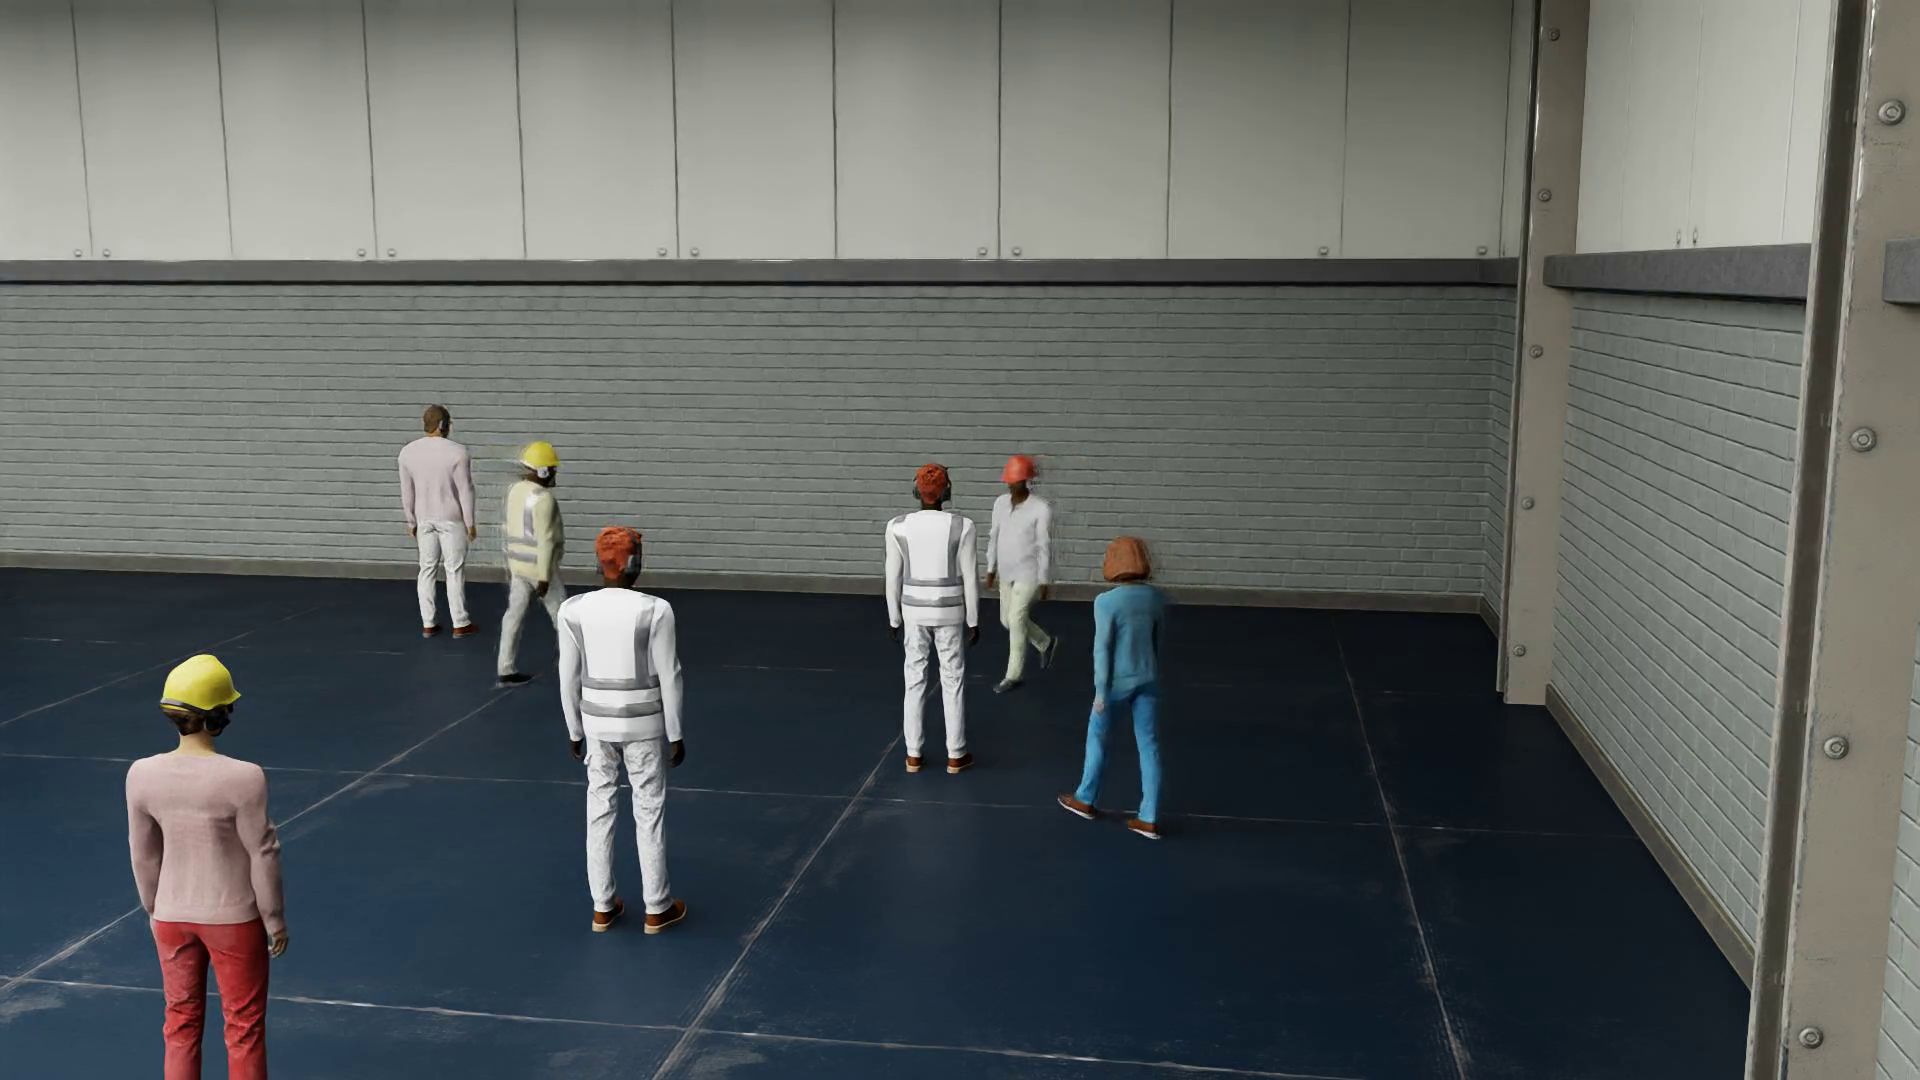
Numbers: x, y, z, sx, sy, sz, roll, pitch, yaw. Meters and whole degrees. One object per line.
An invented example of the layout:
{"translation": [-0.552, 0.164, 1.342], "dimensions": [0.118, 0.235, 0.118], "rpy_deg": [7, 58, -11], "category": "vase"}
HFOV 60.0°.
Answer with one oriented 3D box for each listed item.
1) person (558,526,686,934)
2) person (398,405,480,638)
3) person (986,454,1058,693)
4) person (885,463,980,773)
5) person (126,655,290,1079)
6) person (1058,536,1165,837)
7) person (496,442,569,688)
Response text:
{"translation": [-1.533, 0.869, 7.612], "dimensions": [0.573, 1.886, 0.354], "rpy_deg": [2, 9, 10], "category": "person"}
{"translation": [-4.288, -0.146, 13.731], "dimensions": [0.627, 1.934, 0.370], "rpy_deg": [2, 9, 10], "category": "person"}
{"translation": [0.487, 0.220, 12.119], "dimensions": [0.668, 1.728, 0.568], "rpy_deg": [-8, 12, -41], "category": "person"}
{"translation": [-0.158, 0.476, 10.043], "dimensions": [0.573, 1.883, 0.354], "rpy_deg": [2, 9, 10], "category": "person"}
{"translation": [-2.501, 1.258, 5.582], "dimensions": [0.524, 1.769, 0.316], "rpy_deg": [2, 9, 10], "category": "person"}
{"translation": [0.850, 0.770, 9.067], "dimensions": [0.531, 1.599, 0.768], "rpy_deg": [-6, 11, -33], "category": "person"}
{"translation": [-3.033, 0.171, 12.202], "dimensions": [0.920, 1.780, 0.608], "rpy_deg": [-8, 12, -42], "category": "person"}
